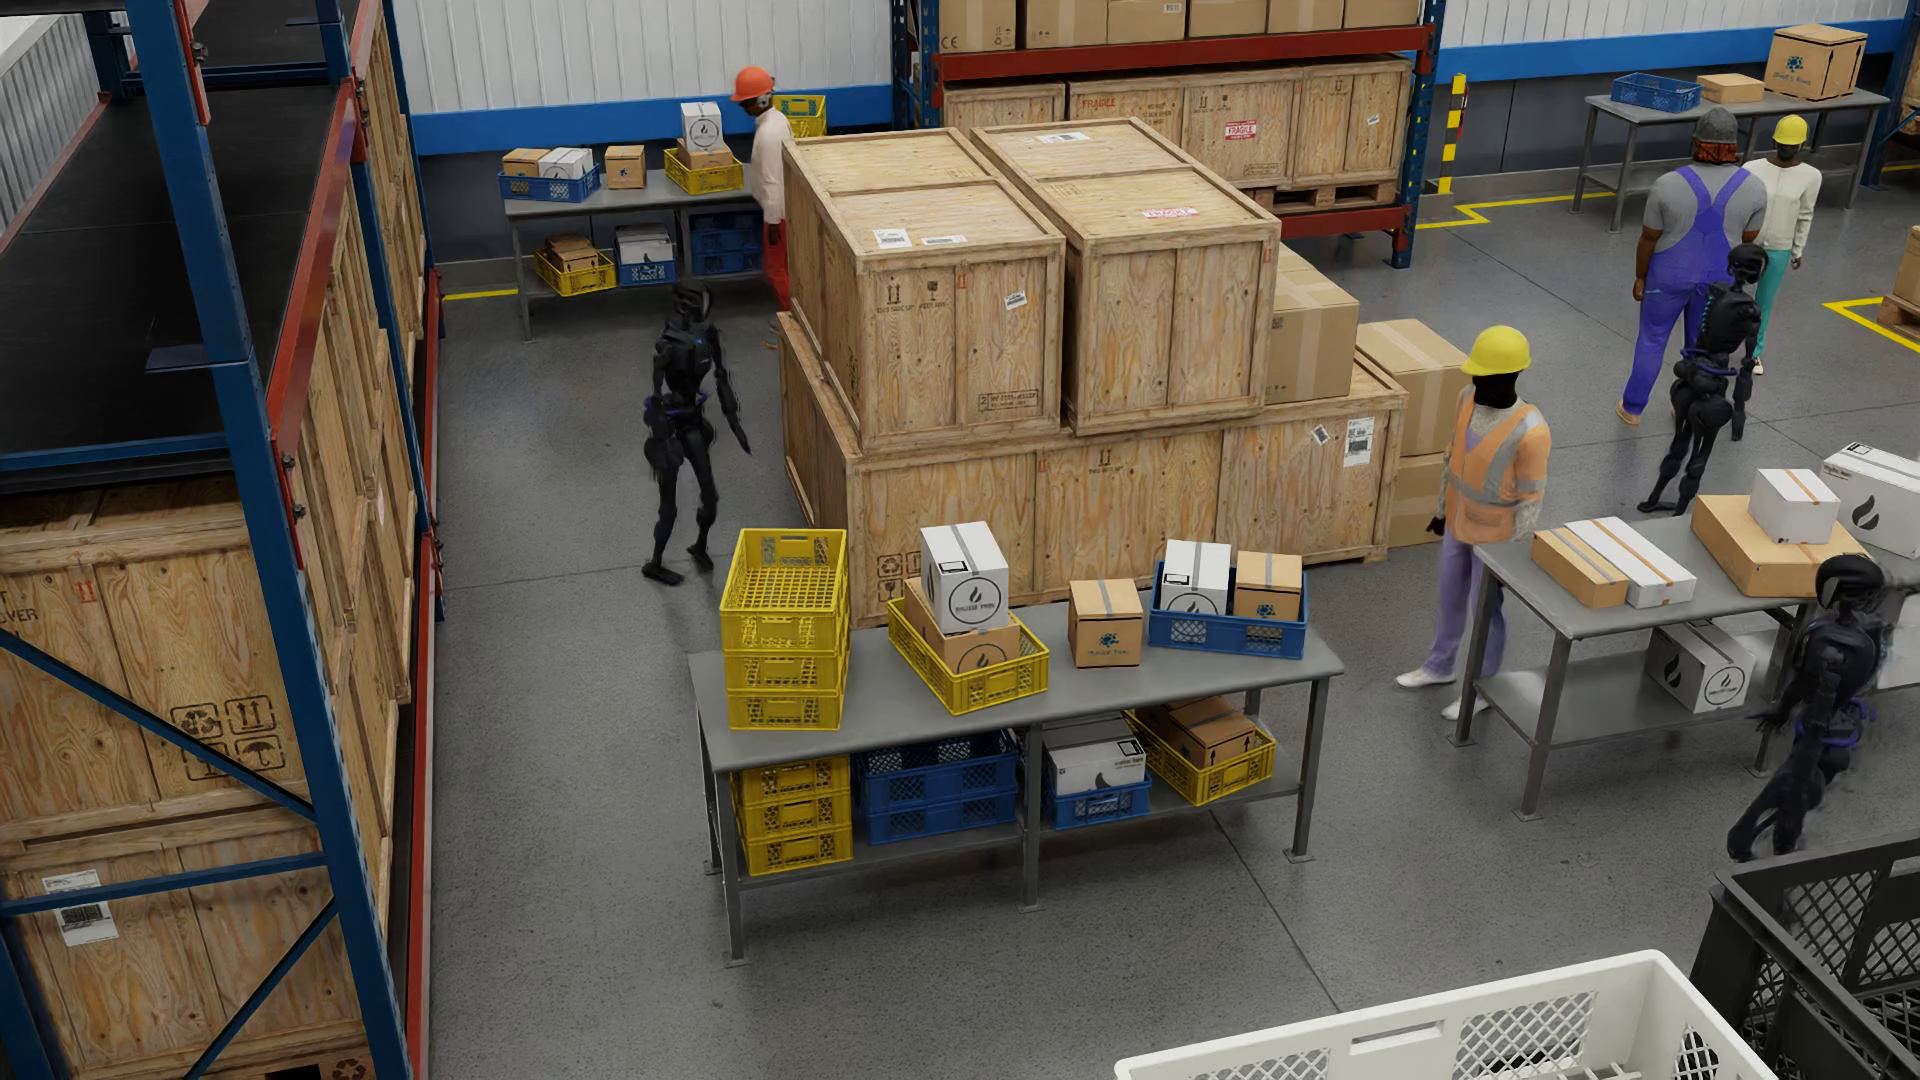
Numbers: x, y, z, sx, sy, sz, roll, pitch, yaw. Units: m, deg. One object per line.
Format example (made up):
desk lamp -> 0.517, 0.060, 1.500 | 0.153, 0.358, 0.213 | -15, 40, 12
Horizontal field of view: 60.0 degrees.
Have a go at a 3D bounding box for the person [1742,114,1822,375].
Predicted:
person -> 5.374, -1.966, 11.132 | 0.522, 1.768, 0.311 | 9, 30, 15

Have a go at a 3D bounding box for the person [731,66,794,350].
person -> -1.302, -2.287, 11.510 | 0.445, 1.970, 0.647 | 0, 29, -1

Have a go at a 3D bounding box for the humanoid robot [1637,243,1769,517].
humanoid robot -> 4.135, -0.841, 9.182 | 0.358, 1.646, 0.576 | -4, 29, -7

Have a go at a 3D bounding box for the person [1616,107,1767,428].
person -> 4.520, -1.679, 10.330 | 0.682, 2.000, 0.536 | 6, 29, 11

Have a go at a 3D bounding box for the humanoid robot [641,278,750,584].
humanoid robot -> -1.426, -0.565, 8.692 | 0.457, 1.619, 0.609 | 18, 33, 29

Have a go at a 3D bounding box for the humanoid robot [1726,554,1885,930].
humanoid robot -> 3.131, 0.761, 6.272 | 0.439, 1.645, 0.601 | 20, 34, 31

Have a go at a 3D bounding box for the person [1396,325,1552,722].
person -> 2.333, -0.066, 7.521 | 0.383, 1.922, 0.592 | -11, 31, -19
